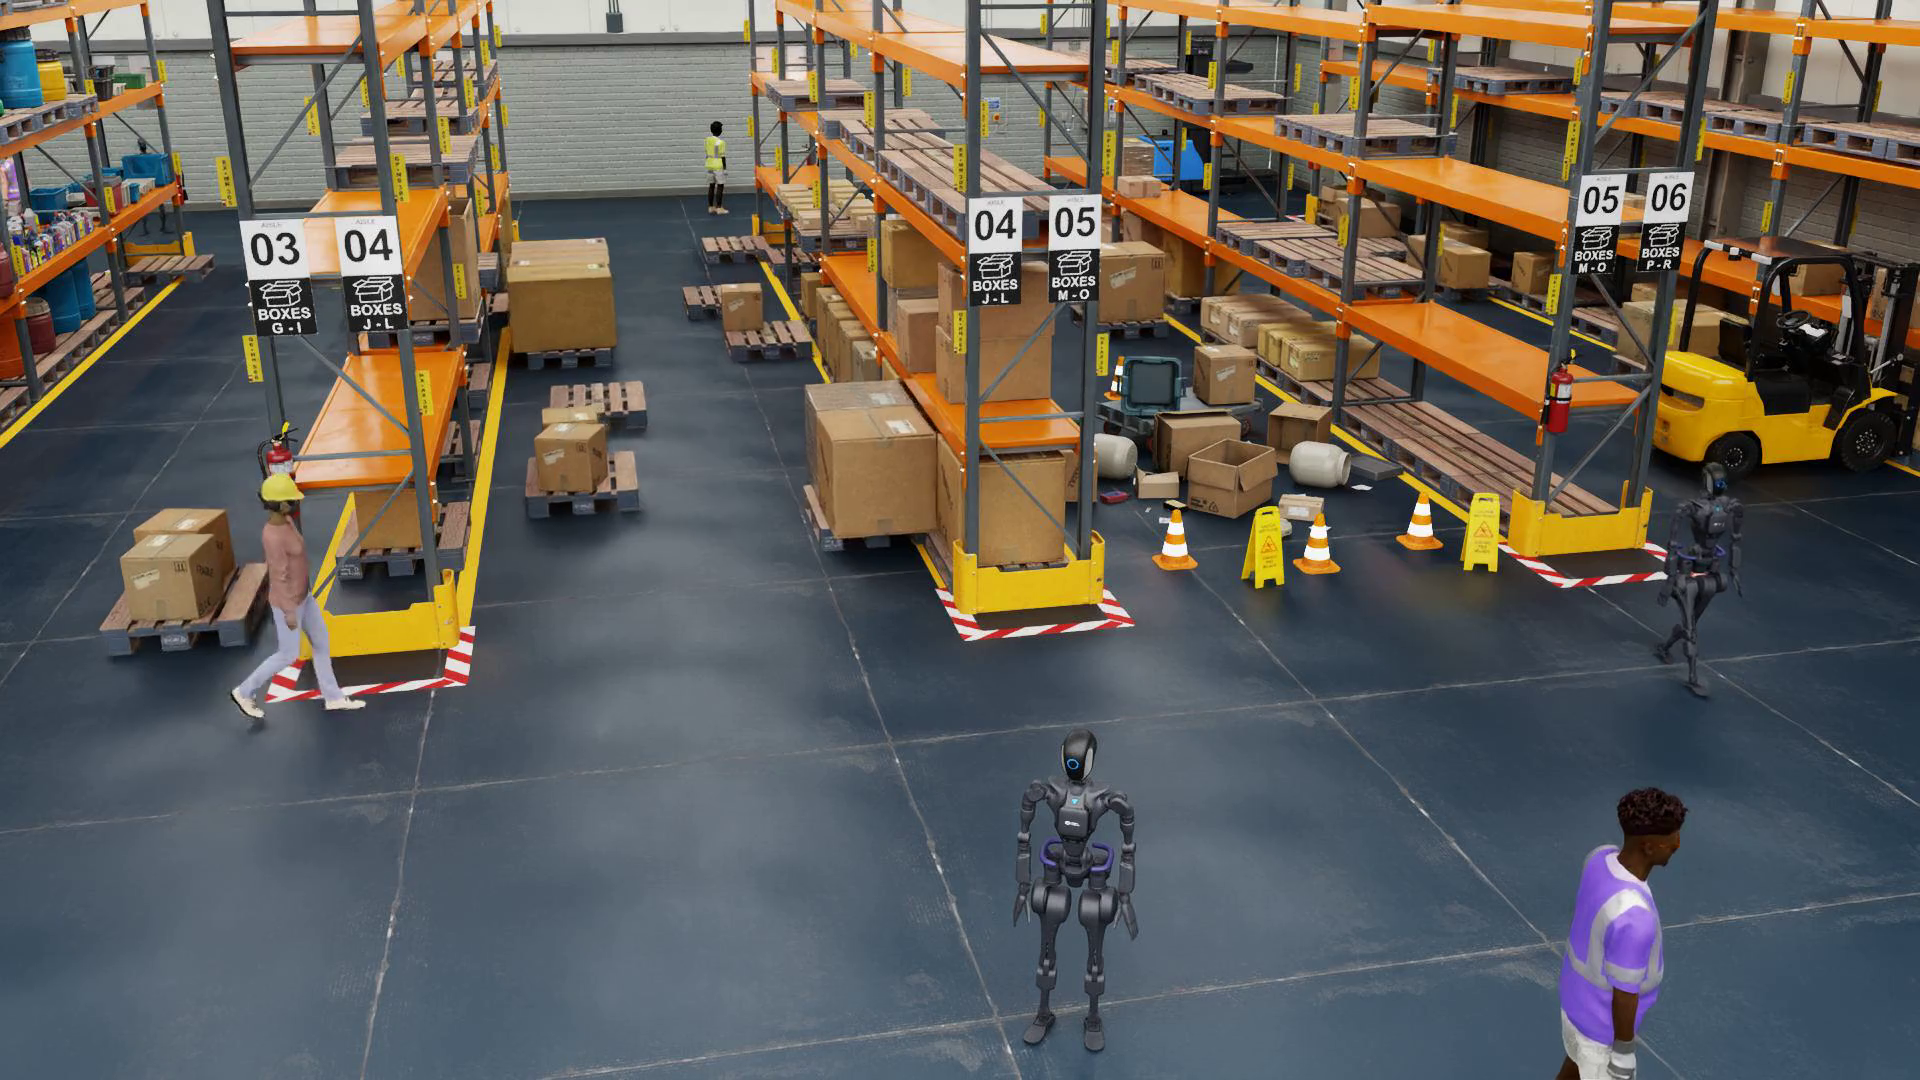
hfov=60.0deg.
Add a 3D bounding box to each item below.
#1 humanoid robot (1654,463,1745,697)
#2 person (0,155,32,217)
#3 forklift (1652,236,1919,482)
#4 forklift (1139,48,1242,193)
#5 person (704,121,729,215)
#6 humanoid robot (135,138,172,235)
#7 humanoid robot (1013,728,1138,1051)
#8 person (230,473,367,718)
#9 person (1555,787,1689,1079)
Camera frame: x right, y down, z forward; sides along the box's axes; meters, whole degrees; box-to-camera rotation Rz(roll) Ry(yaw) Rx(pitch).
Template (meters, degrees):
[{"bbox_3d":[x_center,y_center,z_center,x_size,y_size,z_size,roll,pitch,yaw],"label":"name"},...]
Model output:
[{"bbox_3d":[5.182,0.224,11.663,0.607,1.631,0.794,-4,21,-9],"label":"humanoid robot"},{"bbox_3d":[-15.368,-5.566,27.155,0.350,1.688,0.488,11,23,27],"label":"person"},{"bbox_3d":[8.013,-1.814,16.330,2.313,2.155,1.214,-4,21,-12],"label":"forklift"},{"bbox_3d":[4.566,-8.313,32.860,1.873,2.768,1.129,-4,21,-12],"label":"forklift"},{"bbox_3d":[-4.478,-6.837,30.573,0.538,1.686,0.319,17,26,38],"label":"person"},{"bbox_3d":[-13.901,-6.067,28.518,0.618,1.633,0.380,-12,24,-29],"label":"humanoid robot"},{"bbox_3d":[0.545,1.632,7.765,0.599,1.657,0.315,5,21,12],"label":"humanoid robot"},{"bbox_3d":[-4.497,0.387,11.050,0.775,1.736,0.529,-3,21,-9],"label":"person"},{"bbox_3d":[2.622,1.880,6.726,0.380,1.958,0.605,3,21,7],"label":"person"}]
